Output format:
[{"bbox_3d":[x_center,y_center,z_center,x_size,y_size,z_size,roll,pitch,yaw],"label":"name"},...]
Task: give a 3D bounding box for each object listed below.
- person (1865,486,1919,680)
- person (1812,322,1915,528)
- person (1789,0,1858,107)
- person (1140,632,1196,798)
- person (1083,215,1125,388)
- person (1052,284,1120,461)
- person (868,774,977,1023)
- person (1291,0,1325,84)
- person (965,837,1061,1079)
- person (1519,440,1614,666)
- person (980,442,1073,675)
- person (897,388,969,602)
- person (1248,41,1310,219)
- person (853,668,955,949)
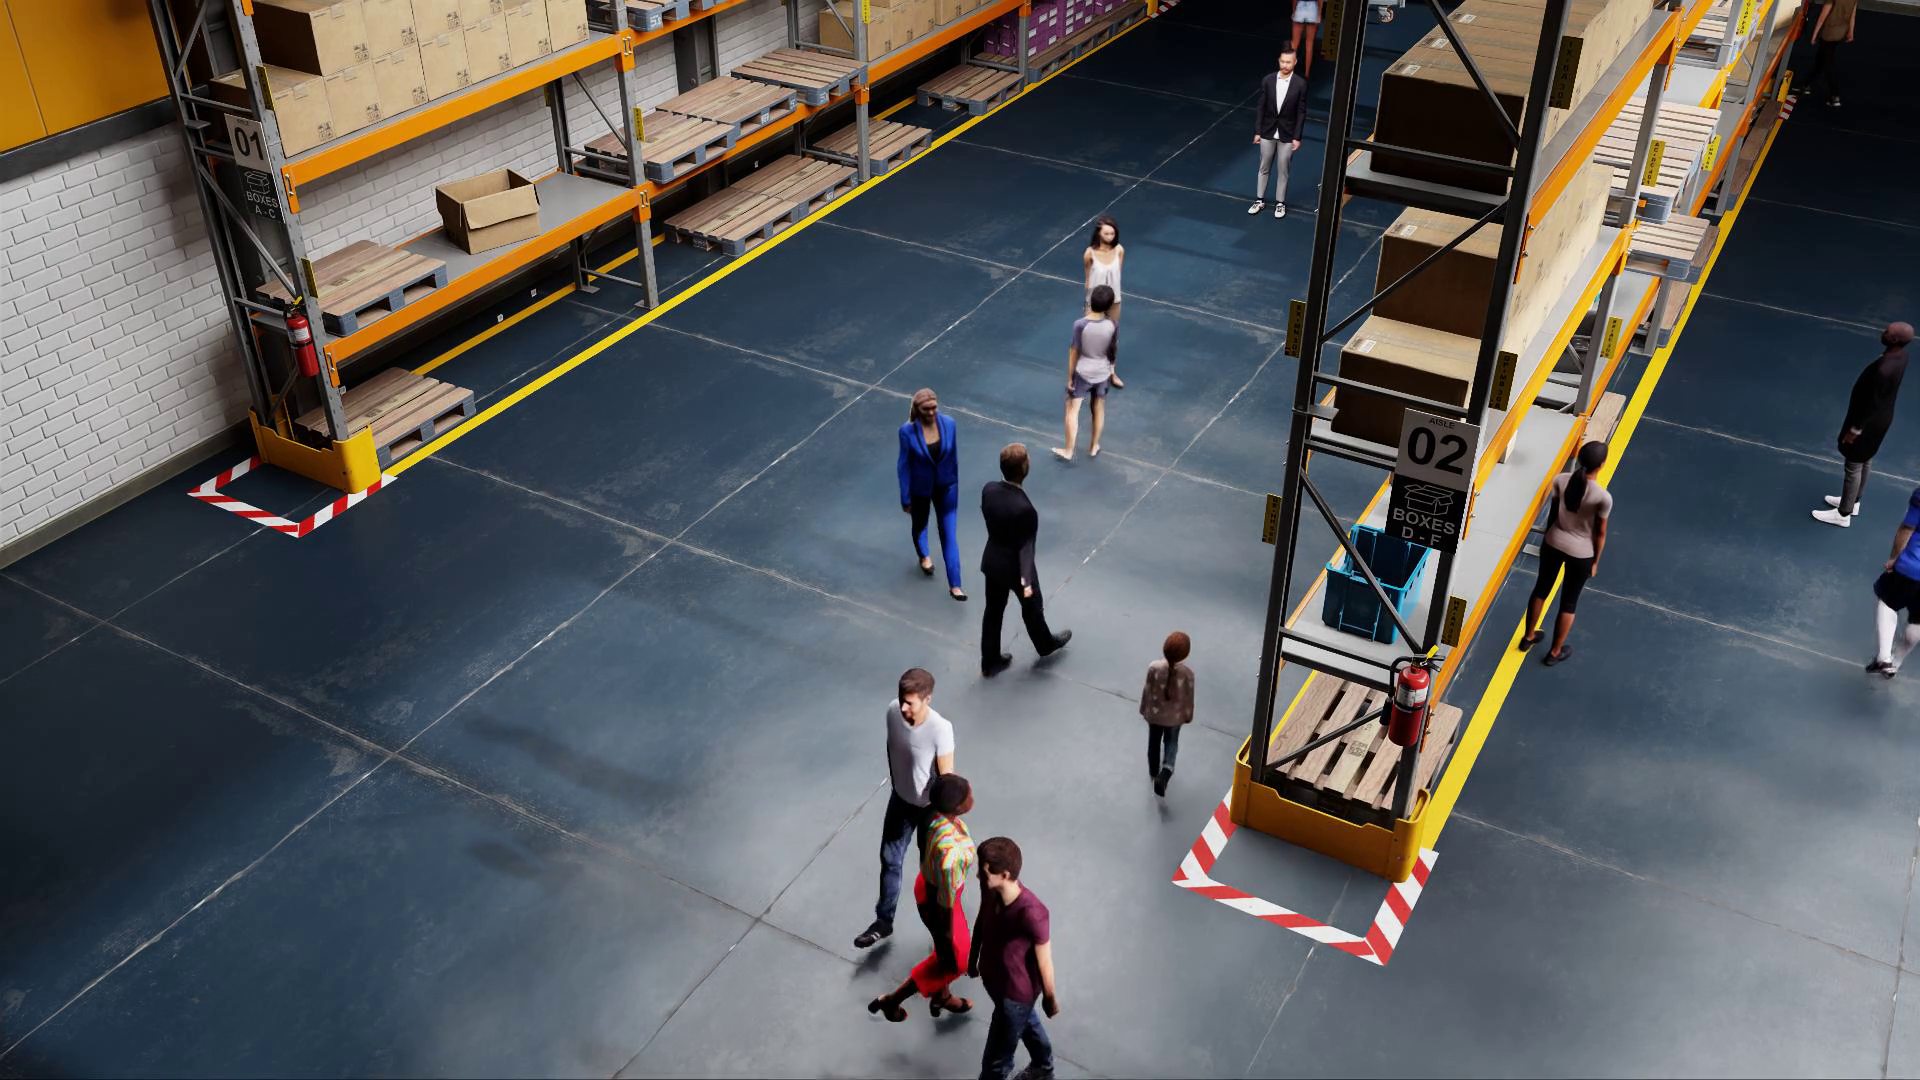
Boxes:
[{"bbox_3d":[6.604,0.239,11.354,0.763,1.825,0.833,11,35,16],"label":"person"},{"bbox_3d":[7.213,-0.925,13.163,0.589,1.761,0.760,-28,43,-36],"label":"person"},{"bbox_3d":[11.342,-6.497,21.521,1.231,1.788,1.218,-12,35,-17],"label":"person"},{"bbox_3d":[1.315,1.117,10.618,0.635,1.178,0.805,5,34,8],"label":"person"},{"bbox_3d":[1.298,-2.189,15.163,0.729,1.652,0.668,11,35,16],"label":"person"},{"bbox_3d":[1.097,-1.391,14.072,0.796,1.532,0.845,-15,37,-22],"label":"person"},{"bbox_3d":[-0.194,1.960,8.814,0.936,1.771,0.874,-10,35,-15],"label":"person"},{"bbox_3d":[4.659,-7.060,22.408,0.600,1.744,0.524,15,37,22],"label":"person"},{"bbox_3d":[0.333,2.192,8.434,1.192,1.804,0.995,-21,39,-28],"label":"person"},{"bbox_3d":[4.254,0.081,11.664,0.618,1.744,0.645,-29,43,-36],"label":"person"},{"bbox_3d":[0.287,0.171,11.481,1.083,1.797,0.928,-23,40,-31],"label":"person"},{"bbox_3d":[-0.260,-0.421,12.492,1.084,1.665,1.125,-10,35,-15],"label":"person"},{"bbox_3d":[3.546,-4.567,18.465,0.725,1.958,0.624,14,36,20],"label":"person"},{"bbox_3d":[-0.162,1.437,9.543,0.672,1.834,1.053,19,38,26],"label":"person"}]
